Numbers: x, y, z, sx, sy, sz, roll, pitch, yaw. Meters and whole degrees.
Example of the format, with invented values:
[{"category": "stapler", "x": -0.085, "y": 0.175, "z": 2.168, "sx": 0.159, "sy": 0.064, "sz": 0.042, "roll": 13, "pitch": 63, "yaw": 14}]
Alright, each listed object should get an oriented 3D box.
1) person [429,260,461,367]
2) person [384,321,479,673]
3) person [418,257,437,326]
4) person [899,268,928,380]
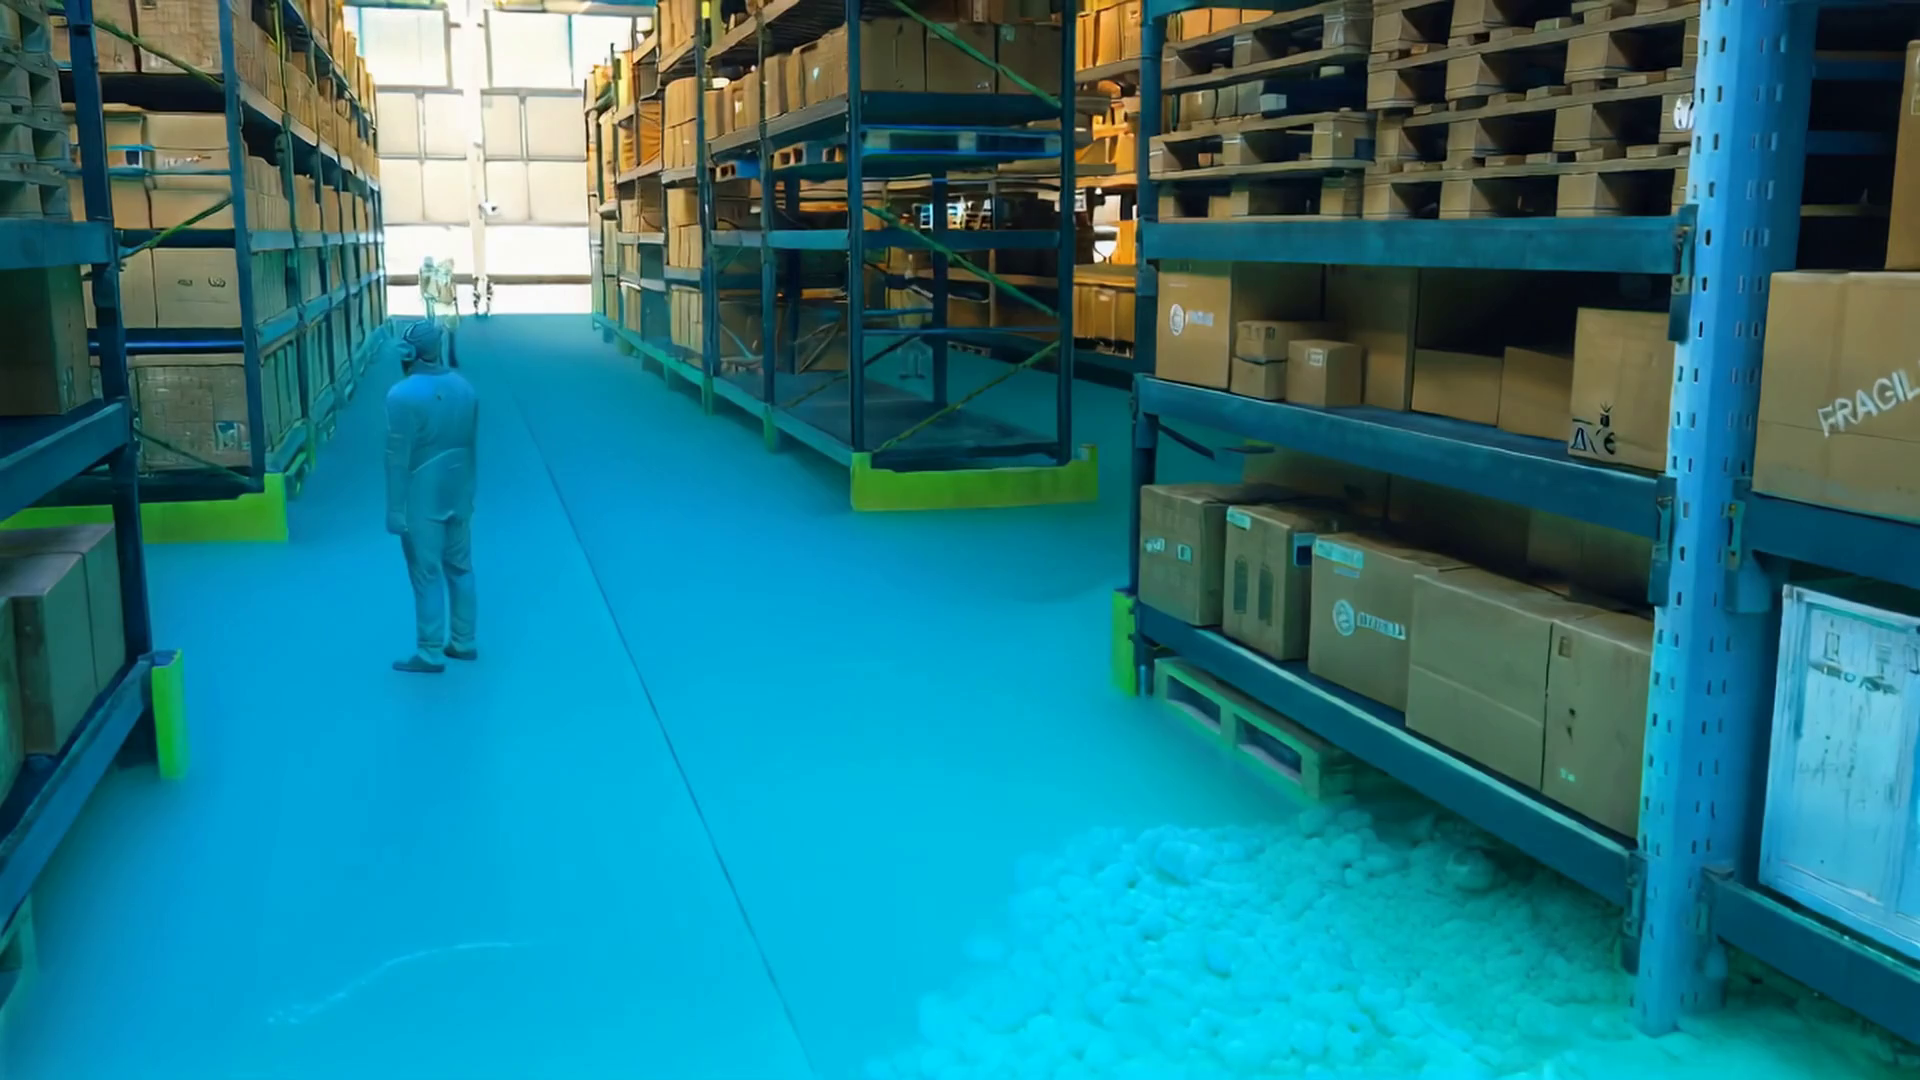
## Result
[{"category": "person", "x": -9.279, "y": -4.083, "z": 30.040, "sx": 0.552, "sy": 1.935, "sz": 0.367, "roll": -10, "pitch": 14, "yaw": -42}, {"category": "person", "x": -2.891, "y": -0.234, "z": 9.056, "sx": 0.399, "sy": 1.900, "sz": 0.643, "roll": 4, "pitch": 11, "yaw": 21}, {"category": "person", "x": -13.860, "y": -6.478, "z": 43.453, "sx": 0.624, "sy": 1.836, "sz": 0.430, "roll": 9, "pitch": 13, "yaw": 39}, {"category": "person", "x": -0.797, "y": -3.546, "z": 27.383, "sx": 0.404, "sy": 1.833, "sz": 0.590, "roll": 8, "pitch": 13, "yaw": 37}]
